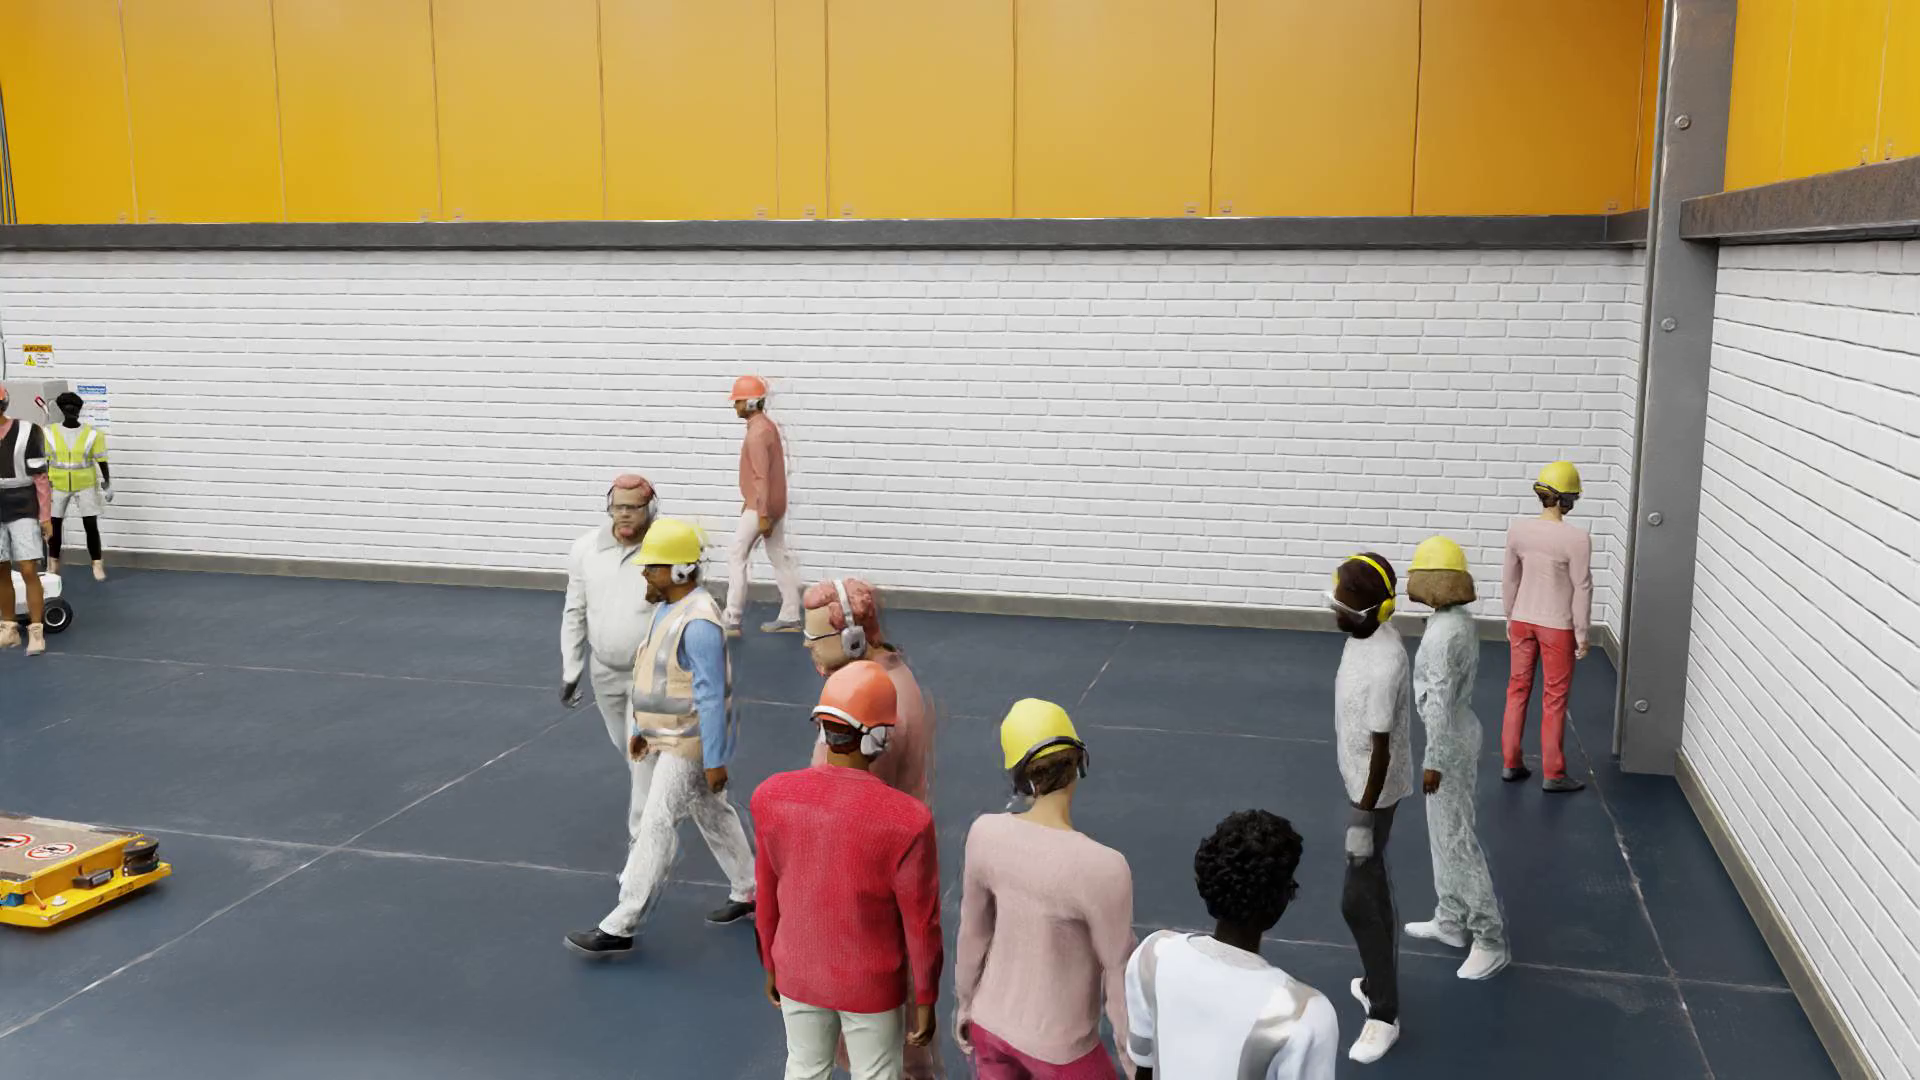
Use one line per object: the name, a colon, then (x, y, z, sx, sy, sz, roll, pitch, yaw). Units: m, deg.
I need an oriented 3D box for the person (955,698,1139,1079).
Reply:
person: (0.225, 1.261, 4.290, 0.612, 1.725, 0.595, -9, 13, -41)

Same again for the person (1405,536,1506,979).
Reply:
person: (2.014, 0.859, 6.701, 0.533, 1.714, 0.563, 4, 10, 23)

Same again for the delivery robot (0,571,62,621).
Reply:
delivery robot: (-7.162, 0.405, 12.481, 0.477, 0.478, 0.707, 8, 12, 38)

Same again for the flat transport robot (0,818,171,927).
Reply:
flat transport robot: (-4.360, 1.444, 7.471, 1.431, 0.197, 0.652, 4, 10, 20)

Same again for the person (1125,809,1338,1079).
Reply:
person: (0.571, 1.401, 3.560, 0.319, 1.691, 0.540, -9, 13, -42)

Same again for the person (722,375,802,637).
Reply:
person: (-1.595, -0.249, 12.485, 0.862, 1.961, 0.643, 1, 10, 6)

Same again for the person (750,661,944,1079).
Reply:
person: (-0.300, 1.193, 4.642, 0.573, 1.738, 0.351, 4, 10, 22)

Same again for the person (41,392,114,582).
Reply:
person: (-7.776, -0.463, 14.552, 0.660, 1.676, 0.469, -4, 11, -24)

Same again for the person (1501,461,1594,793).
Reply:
person: (3.141, 0.457, 8.891, 0.331, 1.767, 0.527, -7, 12, -34)

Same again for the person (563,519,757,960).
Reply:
person: (-1.191, 0.796, 6.846, 0.901, 1.782, 0.599, -3, 10, -17)

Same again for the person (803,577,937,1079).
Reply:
person: (-0.280, 1.037, 5.130, 0.487, 1.874, 0.689, 0, 10, 2)

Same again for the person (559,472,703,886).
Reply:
person: (-1.515, 0.586, 7.887, 0.643, 1.863, 0.958, 2, 10, 12)

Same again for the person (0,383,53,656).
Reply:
person: (-6.825, -0.171, 11.868, 0.630, 2.020, 0.445, -1, 10, -7)

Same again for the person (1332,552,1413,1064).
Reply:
person: (1.463, 0.916, 6.055, 0.346, 1.835, 0.696, 1, 10, 7)
